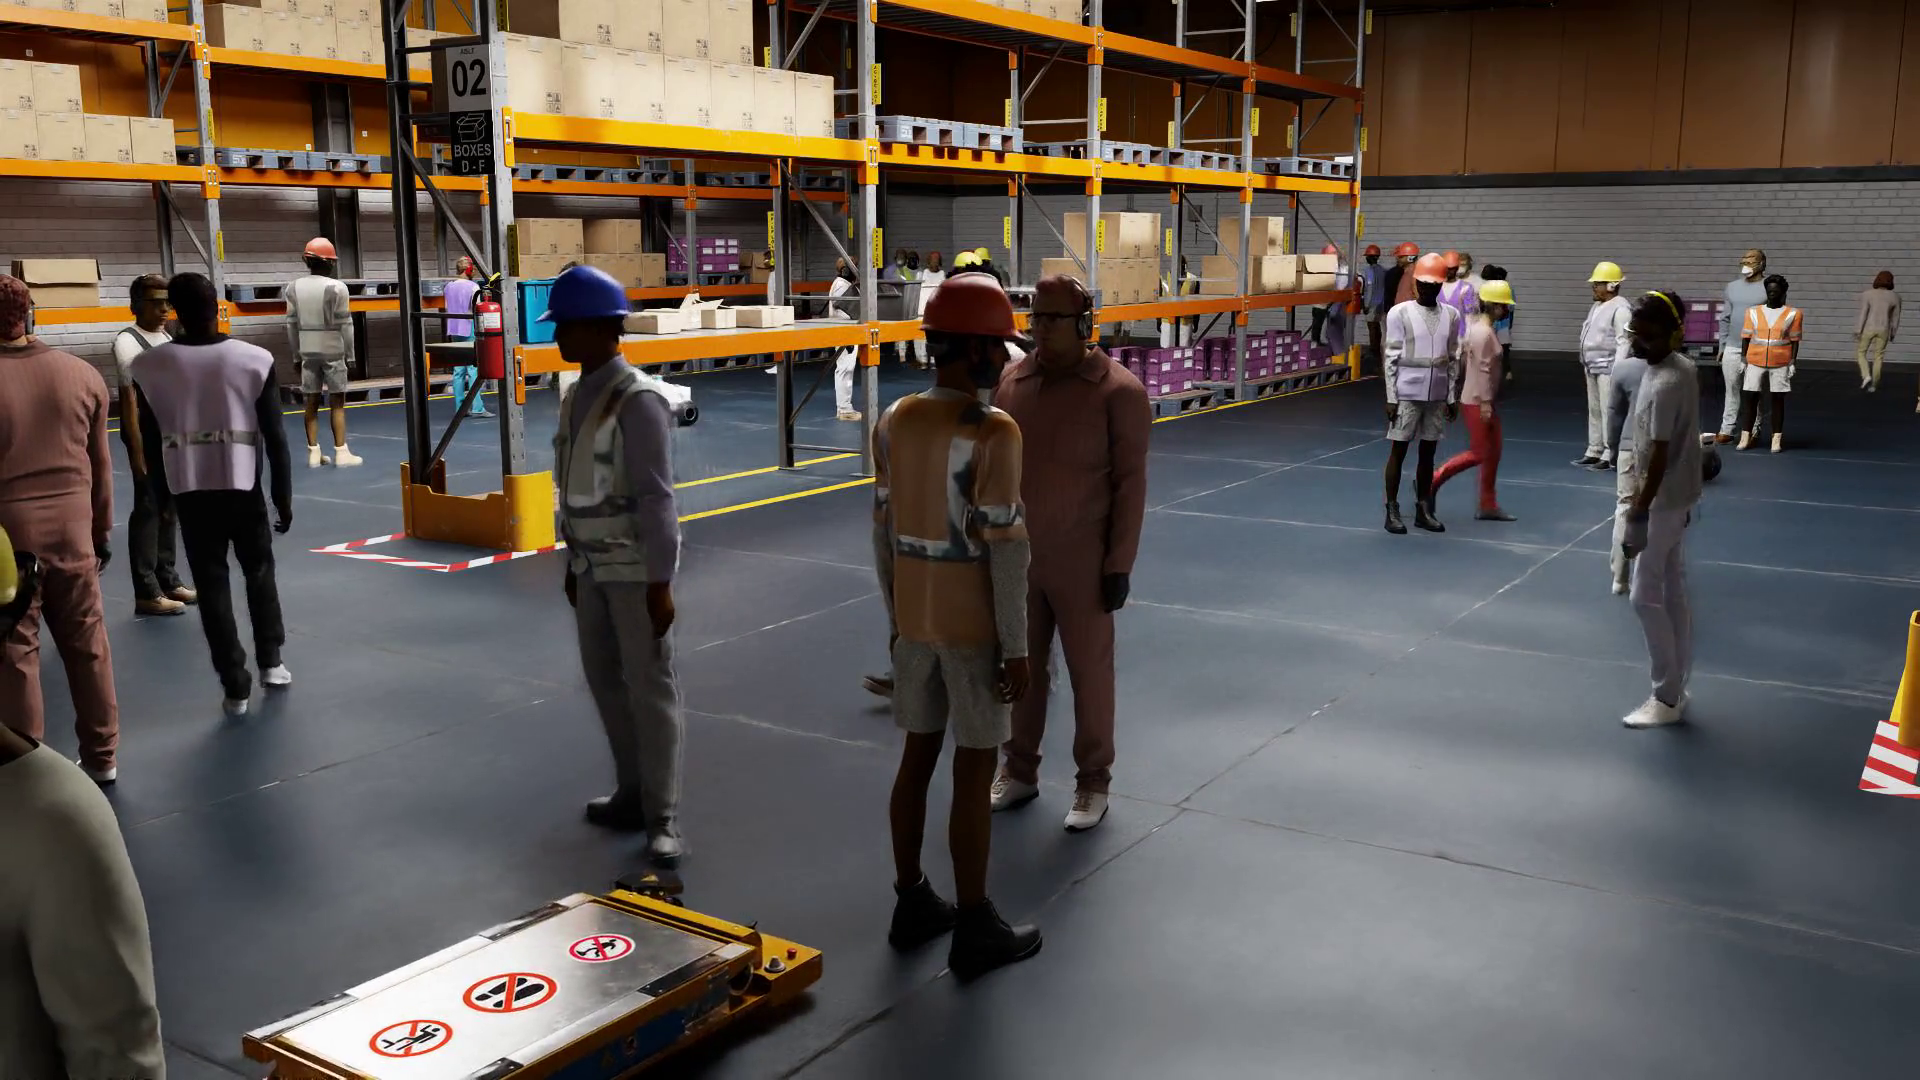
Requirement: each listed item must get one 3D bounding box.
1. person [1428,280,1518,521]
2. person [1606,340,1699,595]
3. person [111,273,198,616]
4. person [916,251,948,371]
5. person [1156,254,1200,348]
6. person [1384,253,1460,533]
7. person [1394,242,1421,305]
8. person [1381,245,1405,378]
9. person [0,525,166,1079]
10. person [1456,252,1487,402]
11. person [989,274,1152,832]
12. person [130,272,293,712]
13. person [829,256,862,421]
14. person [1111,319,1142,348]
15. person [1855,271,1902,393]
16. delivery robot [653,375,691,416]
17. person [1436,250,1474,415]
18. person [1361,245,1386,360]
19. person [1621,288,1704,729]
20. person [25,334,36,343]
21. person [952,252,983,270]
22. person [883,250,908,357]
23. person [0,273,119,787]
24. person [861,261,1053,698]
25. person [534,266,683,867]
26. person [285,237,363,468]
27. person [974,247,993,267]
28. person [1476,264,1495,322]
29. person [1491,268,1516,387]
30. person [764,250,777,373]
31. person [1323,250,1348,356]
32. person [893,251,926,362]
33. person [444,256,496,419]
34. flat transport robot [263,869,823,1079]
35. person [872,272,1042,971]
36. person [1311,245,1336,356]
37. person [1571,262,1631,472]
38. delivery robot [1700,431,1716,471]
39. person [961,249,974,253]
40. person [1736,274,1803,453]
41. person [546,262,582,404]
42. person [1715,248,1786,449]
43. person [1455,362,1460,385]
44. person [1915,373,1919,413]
[{"bbox_3d":[3.692,-0.995,11.951,0.618,1.743,0.518,5,11,25],"label":"person"},{"bbox_3d":[3.911,-0.482,9.427,0.501,1.633,0.282,9,14,42],"label":"person"},{"bbox_3d":[-4.375,-0.519,9.053,0.324,1.841,0.517,0,10,0],"label":"person"},{"bbox_3d":[-0.421,-3.542,25.801,0.591,1.839,0.859,0,10,-1],"label":"person"},{"bbox_3d":[3.006,-3.021,22.955,0.625,1.836,0.429,0,10,1],"label":"person"},{"bbox_3d":[3.200,-1.005,11.503,0.543,1.932,0.376,-2,10,-11],"label":"person"},{"bbox_3d":[5.772,-2.839,21.487,0.392,1.992,0.623,0,10,0],"label":"person"},{"bbox_3d":[6.411,-3.324,24.249,0.695,1.967,0.512,-8,13,-37],"label":"person"},{"bbox_3d":[-1.154,0.796,1.981,0.527,1.768,0.331,6,12,30],"label":"person"},{"bbox_3d":[6.174,-2.598,20.488,0.642,1.886,1.026,6,12,28],"label":"person"},{"bbox_3d":[0.324,0.042,5.768,0.643,1.909,0.411,6,12,32],"label":"person"},{"bbox_3d":[-3.235,-0.214,7.261,0.607,1.880,0.682,-4,11,-21],"label":"person"},{"bbox_3d":[-1.260,-2.268,18.750,0.429,1.844,0.625,-2,10,-9],"label":"person"},{"bbox_3d":[2.578,-3.609,25.967,0.576,1.912,0.693,2,11,13],"label":"person"},{"bbox_3d":[12.108,-2.736,21.951,0.551,1.615,0.630,3,11,14],"label":"person"},{"bbox_3d":[-3.283,-1.549,18.069,0.477,0.478,0.707,10,14,43],"label":"delivery robot"},{"bbox_3d":[5.740,-2.439,19.534,0.554,1.913,0.865,5,12,28],"label":"person"},{"bbox_3d":[6.999,-4.035,28.271,0.372,1.939,0.544,8,13,37],"label":"person"},{"bbox_3d":[2.955,-0.143,7.030,0.339,1.833,0.685,6,12,28],"label":"person"},{"bbox_3d":[-4.591,-0.259,8.168,0.514,1.645,0.308,-3,11,-17],"label":"person"},{"bbox_3d":[0.091,-1.349,13.423,0.388,1.926,0.590,-5,12,-28],"label":"person"},{"bbox_3d":[-1.026,-4.077,28.758,0.647,1.863,1.154,2,10,9],"label":"person"},{"bbox_3d":[-3.365,0.005,5.974,0.405,1.911,0.636,7,12,33],"label":"person"},{"bbox_3d":[0.026,-0.218,7.141,0.956,1.918,0.635,-7,12,-33],"label":"person"},{"bbox_3d":[-1.116,0.086,5.456,0.431,1.941,0.711,-8,13,-39],"label":"person"},{"bbox_3d":[-5.659,-1.661,14.829,0.615,2.040,0.391,2,10,12],"label":"person"},{"bbox_3d":[0.277,-3.201,23.724,0.395,1.919,0.582,-2,10,-9],"label":"person"},{"bbox_3d":[8.506,-3.619,26.814,0.498,1.633,0.285,0,10,2],"label":"person"},{"bbox_3d":[7.436,-2.941,23.040,0.525,1.640,0.871,1,10,5],"label":"person"},{"bbox_3d":[-2.827,-3.464,25.332,0.324,1.861,0.528,-2,10,-10],"label":"person"},{"bbox_3d":[5.731,-3.477,25.349,0.464,1.875,0.681,4,11,23],"label":"person"},{"bbox_3d":[-0.793,-3.878,27.677,0.633,1.839,0.429,-3,11,-18],"label":"person"},{"bbox_3d":[-5.598,-2.288,18.877,0.569,1.846,0.380,6,12,31],"label":"person"},{"bbox_3d":[-1.040,1.165,4.080,0.652,0.197,1.431,7,12,34],"label":"flat transport robot"},{"bbox_3d":[0.003,0.225,4.676,0.374,1.933,0.550,-9,14,-42],"label":"person"},{"bbox_3d":[5.719,-3.631,26.020,0.630,1.938,0.933,7,12,33],"label":"person"},{"bbox_3d":[5.648,-1.517,14.615,0.404,1.829,0.600,-1,10,-4],"label":"person"},{"bbox_3d":[5.960,-0.818,14.020,0.477,0.478,0.707,-9,13,-40],"label":"delivery robot"},{"bbox_3d":[0.143,-3.454,25.202,0.337,1.882,0.583,-3,11,-17],"label":"person"},{"bbox_3d":[7.736,-1.683,15.913,0.535,1.697,0.318,6,12,31],"label":"person"},{"bbox_3d":[-3.336,-1.501,14.530,0.566,1.844,0.727,-2,10,-11],"label":"person"},{"bbox_3d":[7.686,-1.862,16.235,0.373,1.940,0.628,-7,12,-34],"label":"person"},{"bbox_3d":[6.773,-3.067,23.197,0.589,1.835,0.404,0,10,0],"label":"person"},{"bbox_3d":[11.435,-2.473,19.327,0.376,2.045,0.605,-3,11,-14],"label":"person"}]
